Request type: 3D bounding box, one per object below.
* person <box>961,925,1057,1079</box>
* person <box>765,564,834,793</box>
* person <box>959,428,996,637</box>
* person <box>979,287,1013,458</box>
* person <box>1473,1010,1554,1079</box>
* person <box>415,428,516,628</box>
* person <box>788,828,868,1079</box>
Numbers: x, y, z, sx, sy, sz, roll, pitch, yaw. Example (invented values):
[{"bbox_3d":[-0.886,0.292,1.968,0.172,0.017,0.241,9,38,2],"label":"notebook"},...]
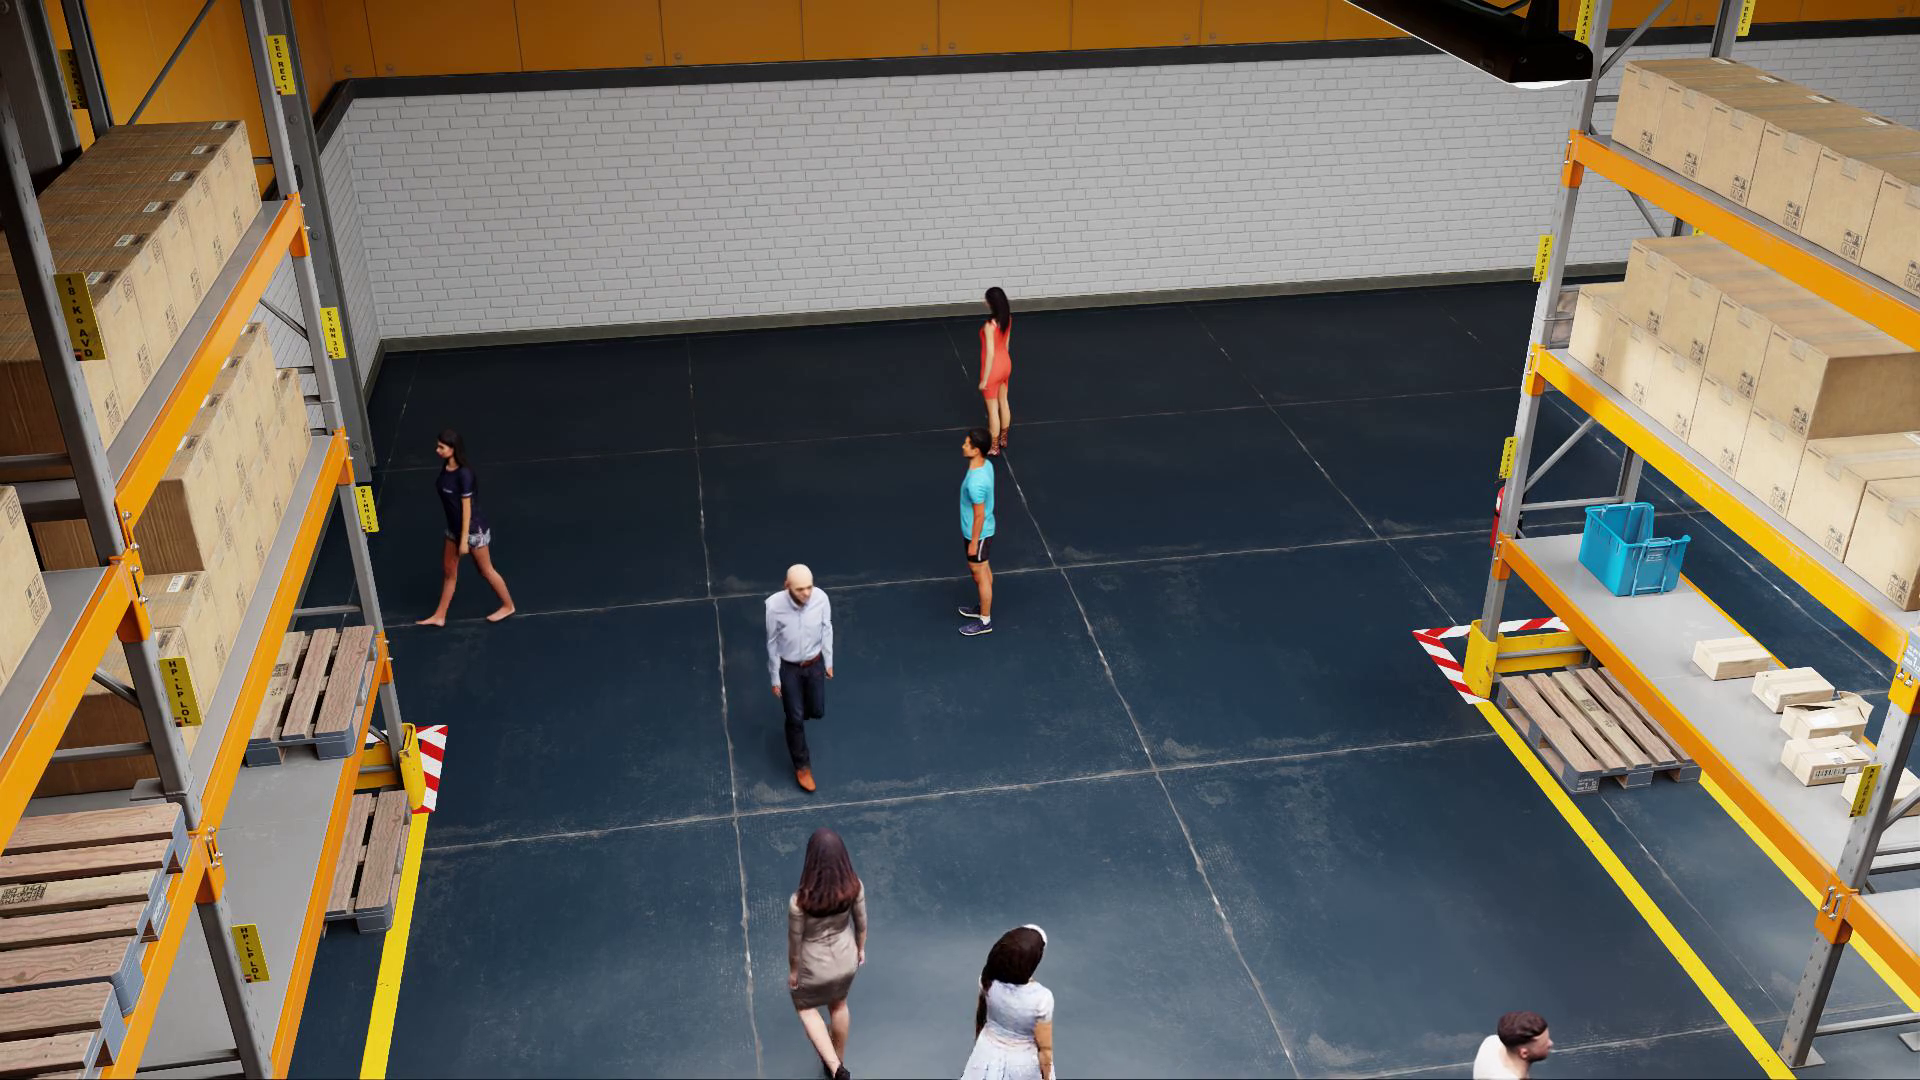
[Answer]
[{"bbox_3d":[0.216,2.694,8.171,1.031,1.779,1.235,10,30,17],"label":"person"},{"bbox_3d":[-1.161,0.870,11.535,0.766,1.758,0.964,-11,31,-20],"label":"person"},{"bbox_3d":[0.159,-0.076,13.252,0.723,1.776,0.550,2,29,3],"label":"person"},{"bbox_3d":[0.352,-1.646,16.184,0.729,1.723,0.656,16,32,27],"label":"person"},{"bbox_3d":[2.495,2.885,7.756,0.756,1.840,0.555,0,29,0],"label":"person"},{"bbox_3d":[-3.869,-0.087,13.321,0.955,1.729,1.049,-19,34,-31],"label":"person"},{"bbox_3d":[-0.688,2.326,8.894,0.728,1.733,0.847,-13,31,-23],"label":"person"}]
